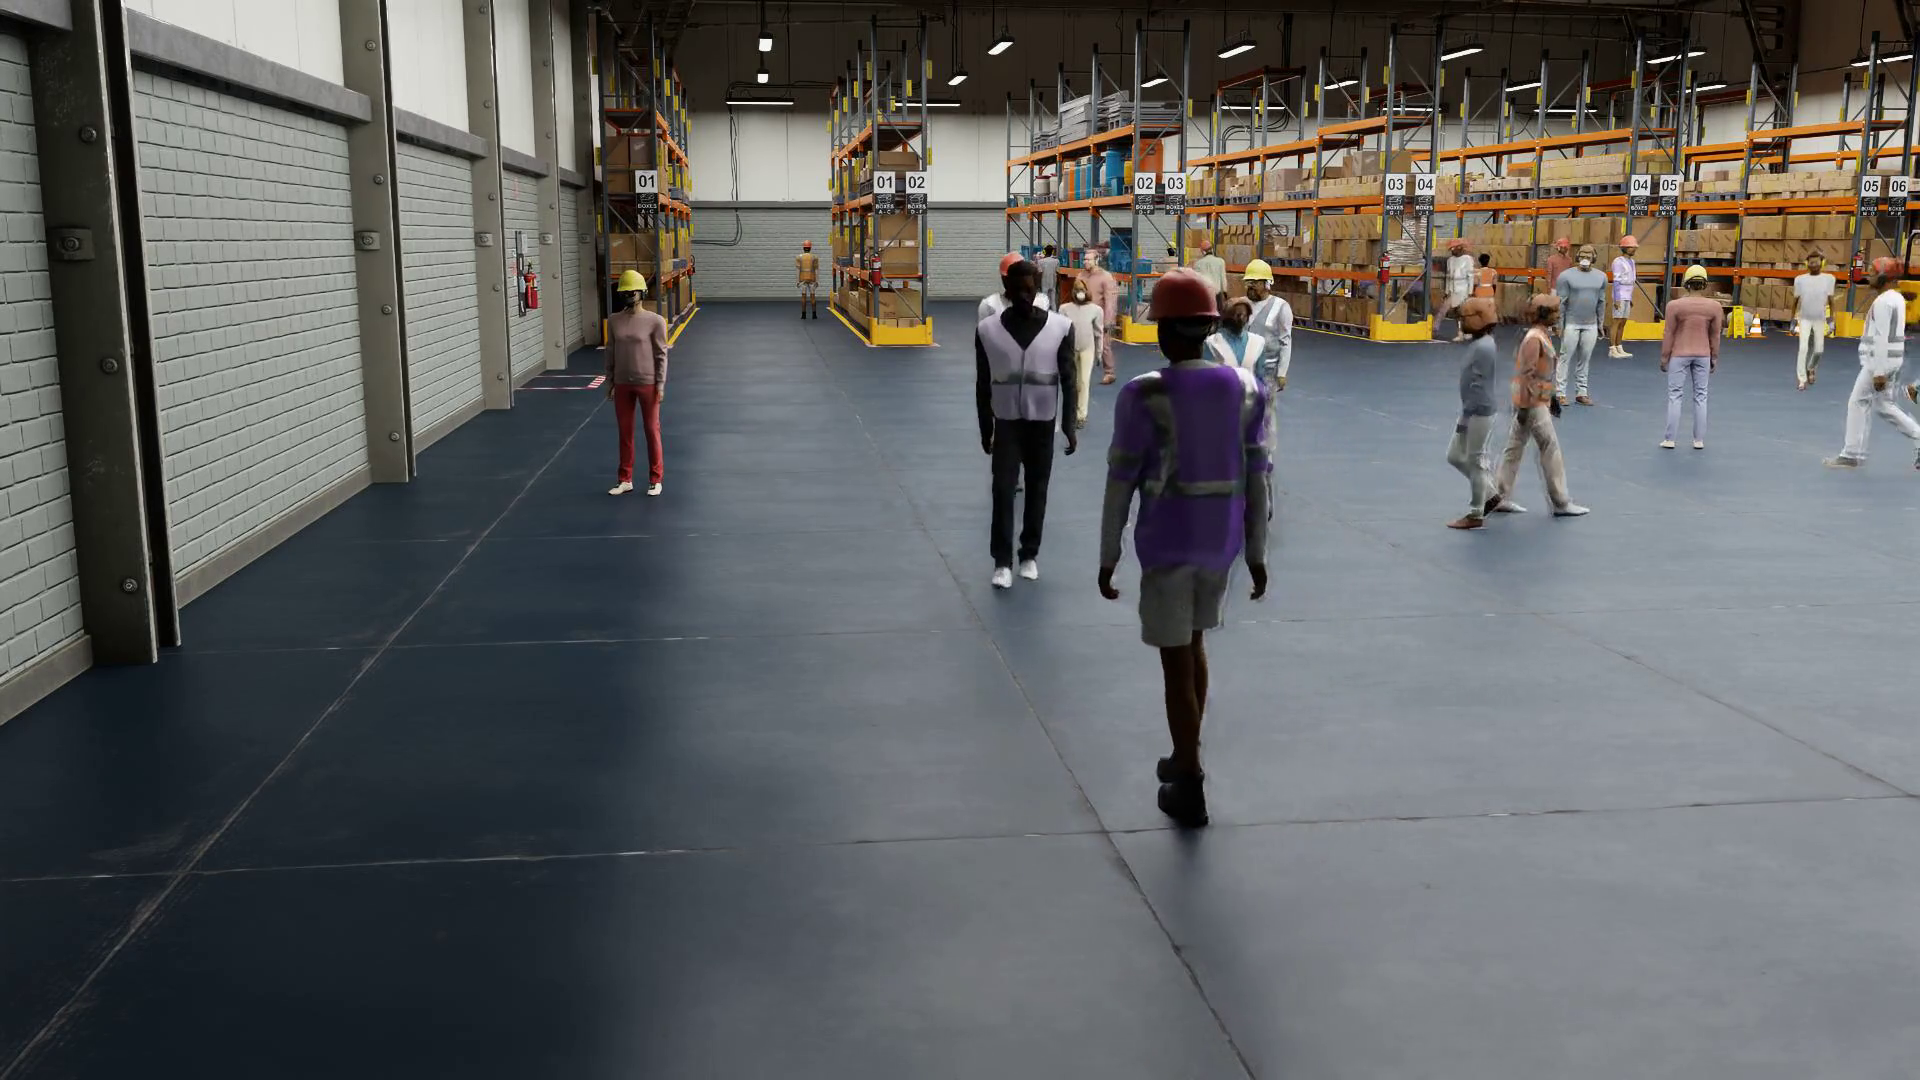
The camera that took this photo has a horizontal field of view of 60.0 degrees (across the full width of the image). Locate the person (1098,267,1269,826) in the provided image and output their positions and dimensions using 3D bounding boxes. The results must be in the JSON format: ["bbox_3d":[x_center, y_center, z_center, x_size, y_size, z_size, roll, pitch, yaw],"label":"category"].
[{"bbox_3d":[0.747,0.011,5.869,0.580,1.914,0.682,-4,11,-20],"label":"person"}]

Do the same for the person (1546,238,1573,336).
[{"bbox_3d":[12.279,-5.176,34.087,0.611,1.997,0.375,-4,11,-19],"label":"person"}]

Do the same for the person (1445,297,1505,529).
[{"bbox_3d":[3.555,-0.862,11.492,0.385,1.615,0.496,1,10,4],"label":"person"}]

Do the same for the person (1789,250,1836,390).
[{"bbox_3d":[11.354,-2.925,22.148,0.554,1.854,0.558,4,11,22],"label":"person"}]

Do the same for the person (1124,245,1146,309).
[{"bbox_3d":[4.478,-6.610,42.406,0.562,1.834,0.374,0,10,-2],"label":"person"}]

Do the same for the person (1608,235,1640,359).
[{"bbox_3d":[11.111,-4.054,27.807,0.377,2.045,0.605,10,14,43],"label":"person"}]

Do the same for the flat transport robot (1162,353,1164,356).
[{"bbox_3d":[4.109,-3.126,27.585,0.652,0.197,1.431,-9,14,-41],"label":"flat transport robot"}]

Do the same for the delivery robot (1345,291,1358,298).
[{"bbox_3d":[10.837,-6.668,45.965,0.477,0.478,0.707,-1,10,-7],"label":"delivery robot"}]

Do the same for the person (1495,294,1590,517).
[{"bbox_3d":[4.271,-0.969,12.078,0.774,1.605,0.525,4,11,19],"label":"person"}]

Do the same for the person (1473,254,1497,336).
[{"bbox_3d":[10.332,-4.797,32.834,0.536,1.695,0.321,-2,10,-9],"label":"person"}]

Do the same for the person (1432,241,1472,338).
[{"bbox_3d":[10.009,-5.071,33.703,0.637,1.944,1.019,-5,11,-25],"label":"person"}]

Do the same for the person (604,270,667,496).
[{"bbox_3d":[-2.545,-1.222,13.047,0.524,1.769,0.309,2,11,13],"label":"person"}]

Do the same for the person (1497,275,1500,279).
[{"bbox_3d":[16.516,-8.173,51.468,0.748,1.648,0.592,7,12,34],"label":"person"}]

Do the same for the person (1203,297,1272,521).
[{"bbox_3d":[1.929,-0.897,11.708,0.543,1.589,0.849,-2,11,-10],"label":"person"}]

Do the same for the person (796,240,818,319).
[{"bbox_3d":[-3.777,-6.439,41.173,0.545,1.939,0.374,-1,10,-4],"label":"person"}]

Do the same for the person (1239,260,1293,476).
[{"bbox_3d":[2.511,-1.457,14.150,0.588,1.834,0.403,7,13,35],"label":"person"}]

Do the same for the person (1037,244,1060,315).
[{"bbox_3d":[1.914,-5.470,36.036,0.514,1.877,0.328,-2,11,-12],"label":"person"}]

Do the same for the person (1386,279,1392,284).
[{"bbox_3d":[12.294,-7.655,48.066,0.509,1.860,0.334,-5,11,-24],"label":"person"}]

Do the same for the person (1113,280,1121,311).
[{"bbox_3d":[3.860,-6.717,42.967,0.635,1.840,0.429,0,10,0],"label":"person"}]

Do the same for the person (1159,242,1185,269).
[{"bbox_3d":[4.490,-5.363,35.320,0.585,1.922,0.377,-1,10,-3],"label":"person"}]

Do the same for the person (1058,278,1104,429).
[{"bbox_3d":[1.295,-2.021,17.902,0.500,1.592,0.853,3,11,18],"label":"person"}]

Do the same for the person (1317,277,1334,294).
[{"bbox_3d":[9.552,-6.868,43.791,0.627,1.843,0.429,2,10,9],"label":"person"}]

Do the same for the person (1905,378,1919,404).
[{"bbox_3d":[11.513,-2.329,19.527,0.504,1.612,0.528,7,12,34],"label":"person"}]

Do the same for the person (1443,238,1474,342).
[{"bbox_3d":[9.621,-4.829,32.151,0.428,2.010,0.607,-6,12,-30],"label":"person"}]

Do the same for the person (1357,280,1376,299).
[{"bbox_3d":[9.849,-6.254,40.330,0.564,1.881,1.039,-1,10,-8],"label":"person"}]

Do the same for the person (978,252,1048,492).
[{"bbox_3d":[0.437,-1.281,12.985,0.566,1.896,0.881,-1,10,-6],"label":"person"}]

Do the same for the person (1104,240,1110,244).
[{"bbox_3d":[4.261,-7.805,48.686,0.563,1.927,0.650,-2,11,-11],"label":"person"}]

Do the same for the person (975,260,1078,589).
[{"bbox_3d":[0.377,-0.652,9.608,0.598,1.883,0.879,0,10,2],"label":"person"}]

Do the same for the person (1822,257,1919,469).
[{"bbox_3d":[8.025,-1.508,14.367,0.825,1.855,0.580,9,14,41],"label":"person"}]

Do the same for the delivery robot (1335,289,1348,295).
[{"bbox_3d":[11.474,-7.275,49.293,0.707,0.478,0.477,-5,11,-23],"label":"delivery robot"}]

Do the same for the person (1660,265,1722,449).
[{"bbox_3d":[6.983,-1.743,15.930,0.526,1.761,0.333,1,10,6],"label":"person"}]

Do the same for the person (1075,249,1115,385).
[{"bbox_3d":[1.808,-3.018,22.656,0.659,1.860,0.980,8,13,37],"label":"person"}]

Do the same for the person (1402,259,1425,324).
[{"bbox_3d":[9.491,-5.216,34.583,0.595,1.906,0.736,-2,10,-9],"label":"person"}]

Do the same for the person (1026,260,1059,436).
[{"bbox_3d":[0.664,-1.772,15.979,0.534,1.791,0.974,5,12,27],"label":"person"}]

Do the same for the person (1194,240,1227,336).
[{"bbox_3d":[4.796,-4.762,31.911,0.644,1.961,0.547,3,11,18],"label":"person"}]

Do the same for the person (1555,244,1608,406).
[{"bbox_3d":[7.462,-2.576,20.008,0.628,1.937,0.378,-1,10,-5],"label":"person"}]
